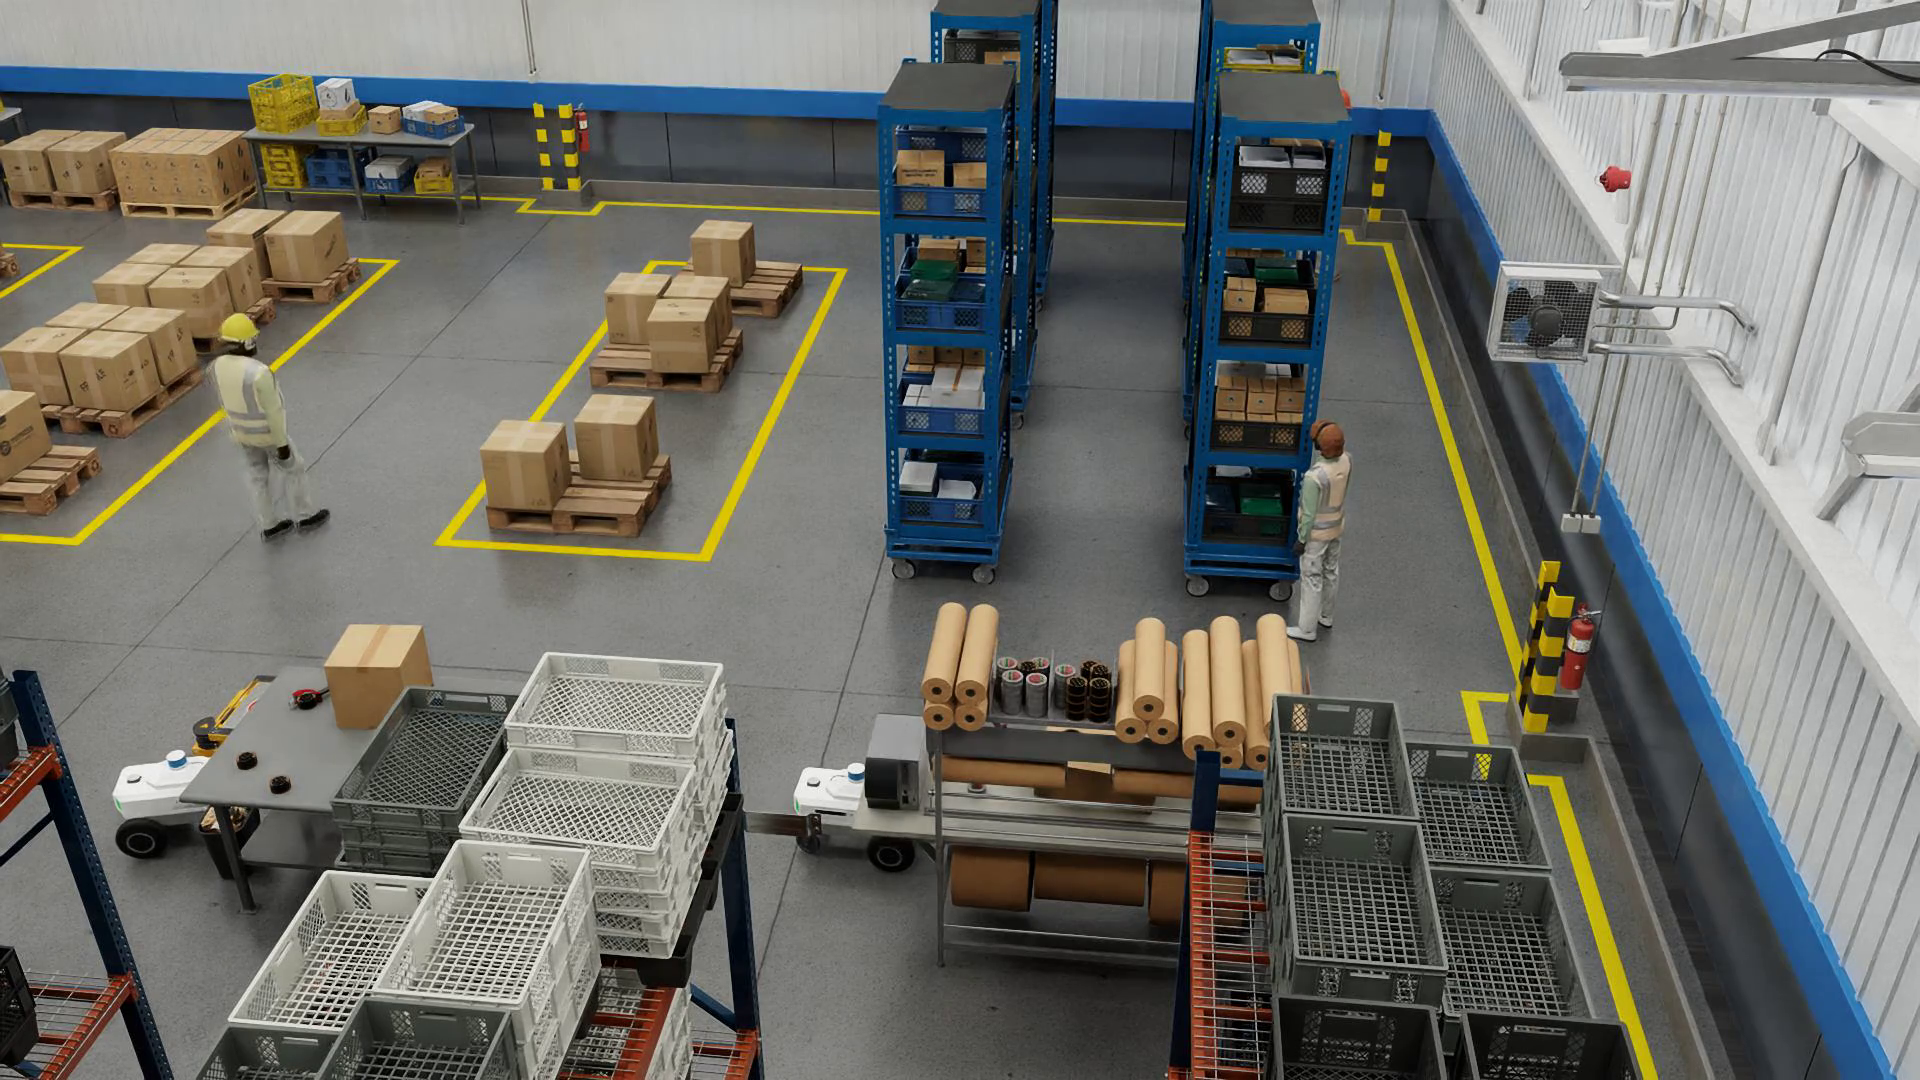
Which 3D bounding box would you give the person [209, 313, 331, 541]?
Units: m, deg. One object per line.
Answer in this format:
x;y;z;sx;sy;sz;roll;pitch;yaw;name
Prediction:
-5.242;-0.882;12.630;0.627;1.814;0.624;13;33;21;person

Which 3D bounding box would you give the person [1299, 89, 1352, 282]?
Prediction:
3.799;-3.683;17.281;0.393;1.985;0.611;-13;33;-21;person

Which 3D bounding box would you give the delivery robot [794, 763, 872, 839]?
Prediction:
-0.597;1.517;9.671;0.707;0.478;0.477;5;31;8;delivery robot

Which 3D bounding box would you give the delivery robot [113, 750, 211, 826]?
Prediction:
-4.552;1.456;9.775;0.707;0.478;0.477;-5;31;-9;delivery robot

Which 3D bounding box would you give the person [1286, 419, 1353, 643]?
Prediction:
2.465;-0.062;11.402;0.311;1.636;0.521;25;39;36;person
